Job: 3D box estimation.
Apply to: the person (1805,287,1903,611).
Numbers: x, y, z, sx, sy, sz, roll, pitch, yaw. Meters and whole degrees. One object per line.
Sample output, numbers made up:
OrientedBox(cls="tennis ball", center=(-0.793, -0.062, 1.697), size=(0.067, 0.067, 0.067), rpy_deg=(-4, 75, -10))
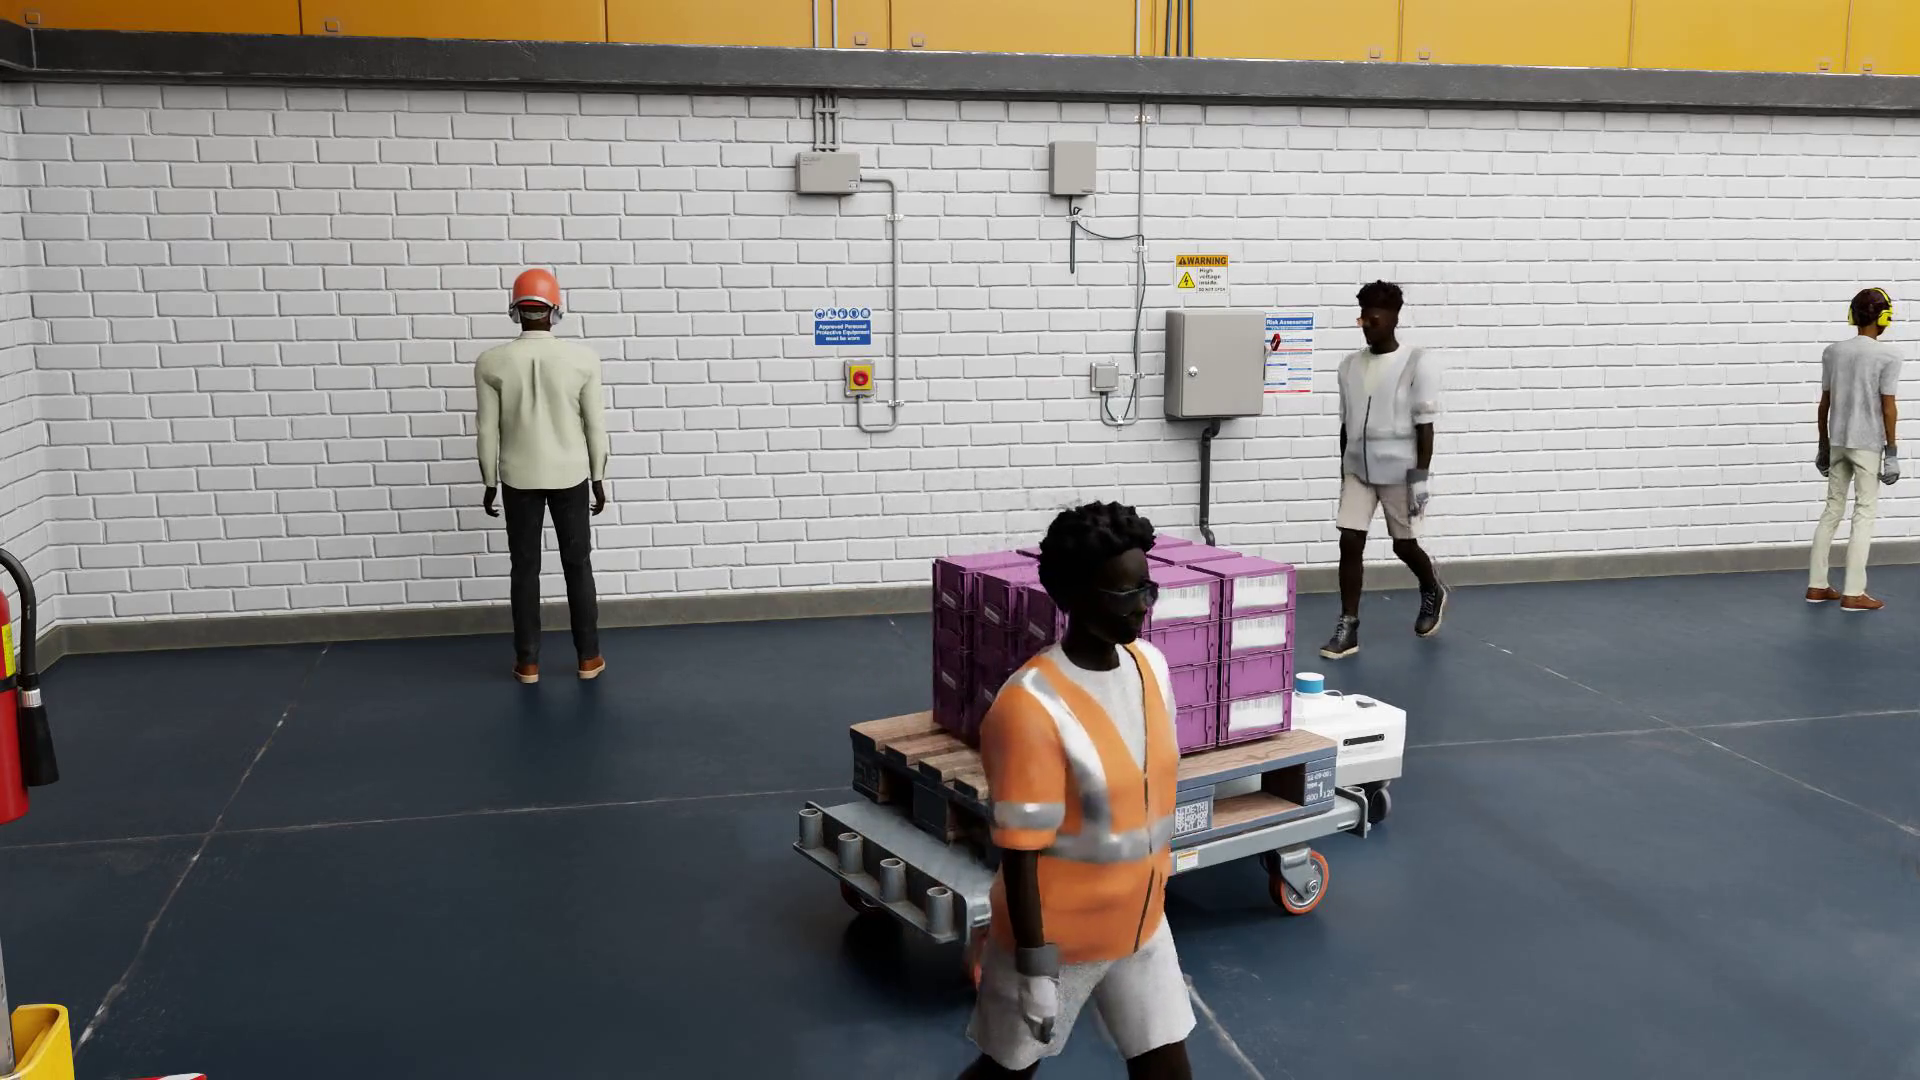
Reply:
OrientedBox(cls="person", center=(5.194, -0.521, 9.627), size=(0.315, 1.861, 0.513), rpy_deg=(-4, 11, -22))

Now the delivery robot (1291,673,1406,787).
OrientedBox(cls="delivery robot", center=(1.268, 0.727, 6.059), size=(0.707, 0.478, 0.477), rpy_deg=(-5, 11, -24))

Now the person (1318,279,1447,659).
OrientedBox(cls="person", center=(2.232, -0.374, 8.601), size=(0.606, 1.935, 0.859), rpy_deg=(10, 14, 44))

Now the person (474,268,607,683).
OrientedBox(cls="person", center=(-2.011, -0.304, 8.038), size=(0.612, 1.995, 0.392), rpy_deg=(-2, 10, -13))

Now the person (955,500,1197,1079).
OrientedBox(cls="person", center=(0.220, 0.732, 3.256), size=(0.881, 1.651, 0.542), rpy_deg=(10, 14, 43))
